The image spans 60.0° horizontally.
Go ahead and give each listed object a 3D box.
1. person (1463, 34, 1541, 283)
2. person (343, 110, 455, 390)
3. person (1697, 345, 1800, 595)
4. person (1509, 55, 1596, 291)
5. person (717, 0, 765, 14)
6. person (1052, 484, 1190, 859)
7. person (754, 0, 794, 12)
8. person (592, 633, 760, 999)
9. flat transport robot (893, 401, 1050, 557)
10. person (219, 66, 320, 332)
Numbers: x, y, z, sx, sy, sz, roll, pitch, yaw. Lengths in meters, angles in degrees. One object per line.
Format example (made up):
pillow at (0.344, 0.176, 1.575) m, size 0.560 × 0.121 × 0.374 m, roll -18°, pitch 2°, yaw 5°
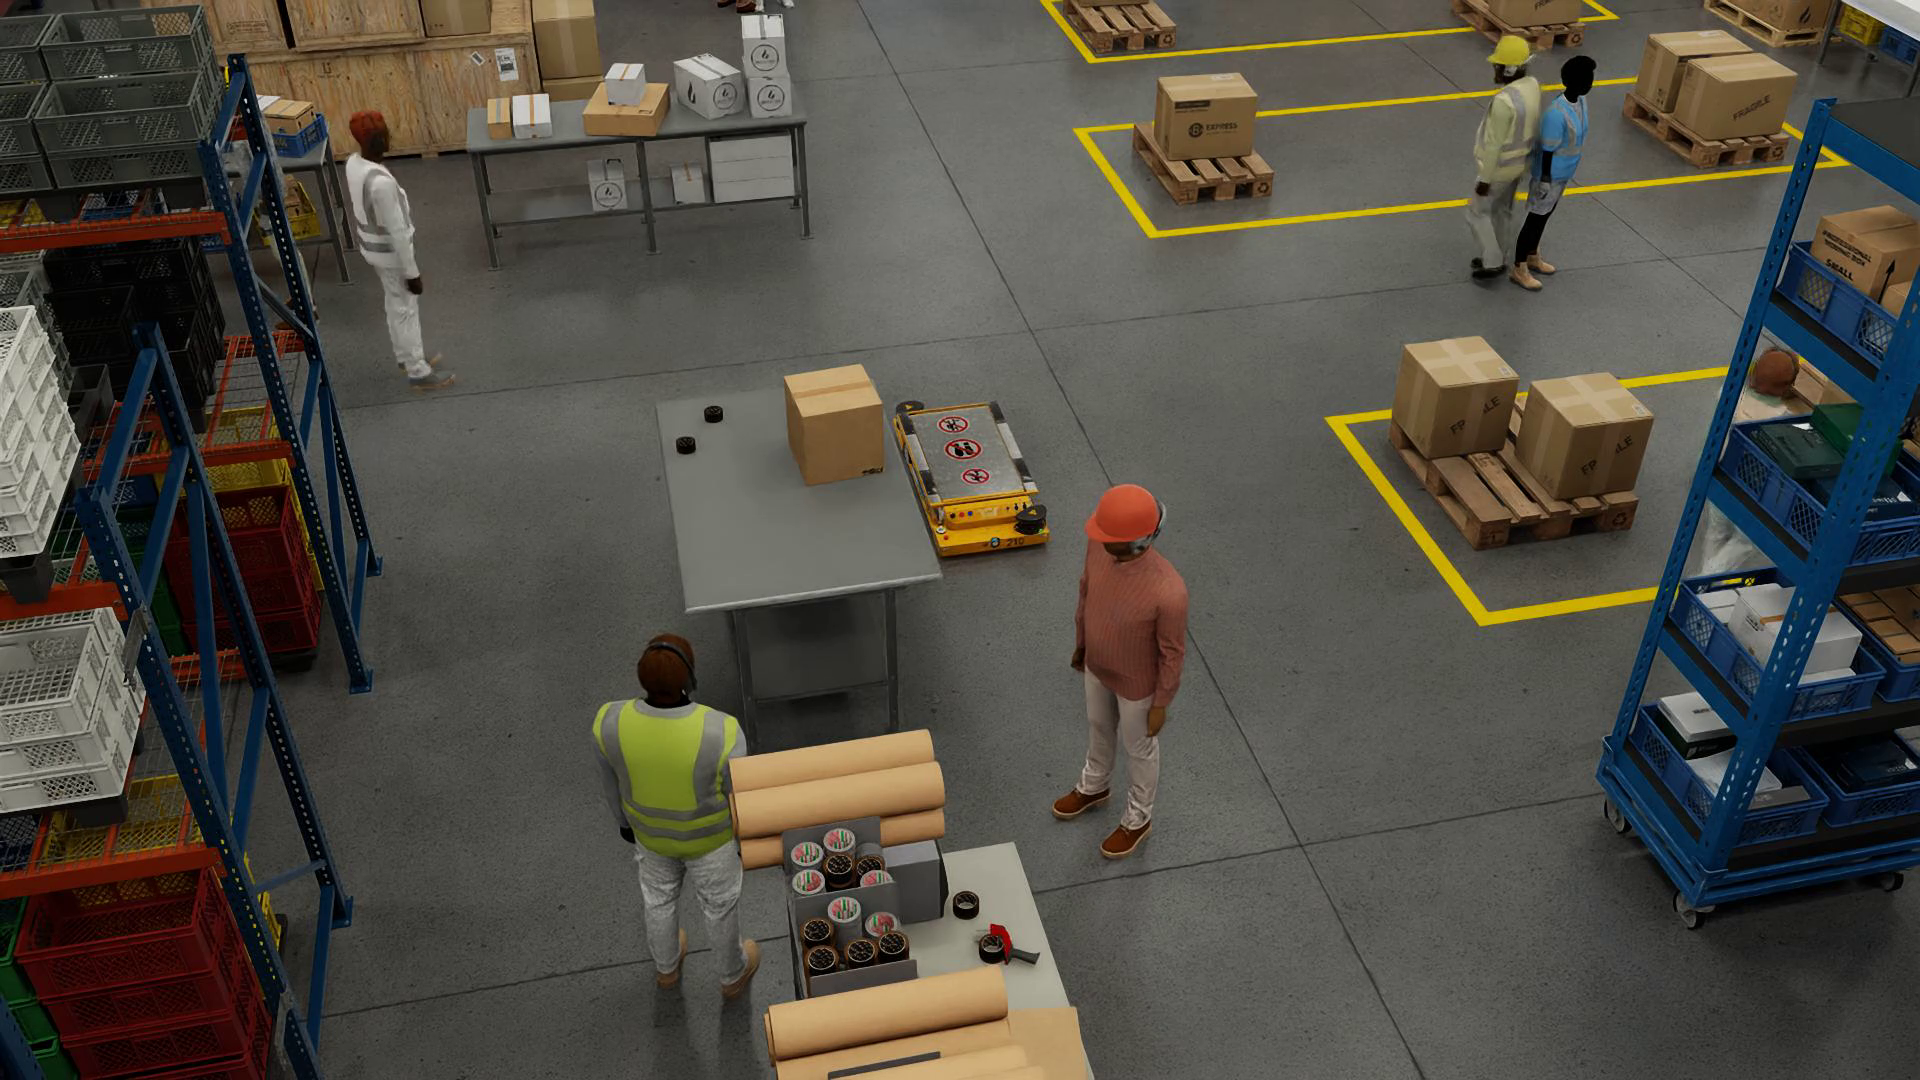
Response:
person at (3.873, -2.697, 11.886) m, size 0.507 × 1.802 × 0.608 m, roll 25°, pitch 43°, yaw 29°
person at (-3.629, -1.835, 10.660) m, size 0.384 × 1.878 × 0.610 m, roll -24°, pitch 43°, yaw -29°
person at (4.143, -0.289, 8.787) m, size 0.476 × 1.617 × 0.561 m, roll -17°, pitch 40°, yaw -21°
person at (4.247, -2.630, 11.879) m, size 0.315 × 1.694 × 0.541 m, roll 23°, pitch 42°, yaw 28°
person at (-2.289, -6.247, 16.570) m, size 0.641 × 1.905 × 0.410 m, roll 29°, pitch 45°, yaw 33°
person at (0.704, 0.574, 7.333) m, size 0.392 × 1.988 × 0.608 m, roll -24°, pitch 43°, yaw -29°
person at (-1.920, -6.281, 16.603) m, size 0.592 × 1.916 × 0.375 m, roll -13°, pitch 39°, yaw -17°
person at (-1.102, 1.134, 6.710) m, size 0.628 × 1.836 × 0.429 m, roll 6°, pitch 37°, yaw 8°
flat transport robot at (0.046, -0.430, 10.108) m, size 0.652 × 0.197 × 1.431 m, roll -8°, pitch 37°, yaw -10°
person at (-4.729, -2.311, 11.311) m, size 0.329 × 1.867 × 0.513 m, roll -11°, pitch 38°, yaw -14°
